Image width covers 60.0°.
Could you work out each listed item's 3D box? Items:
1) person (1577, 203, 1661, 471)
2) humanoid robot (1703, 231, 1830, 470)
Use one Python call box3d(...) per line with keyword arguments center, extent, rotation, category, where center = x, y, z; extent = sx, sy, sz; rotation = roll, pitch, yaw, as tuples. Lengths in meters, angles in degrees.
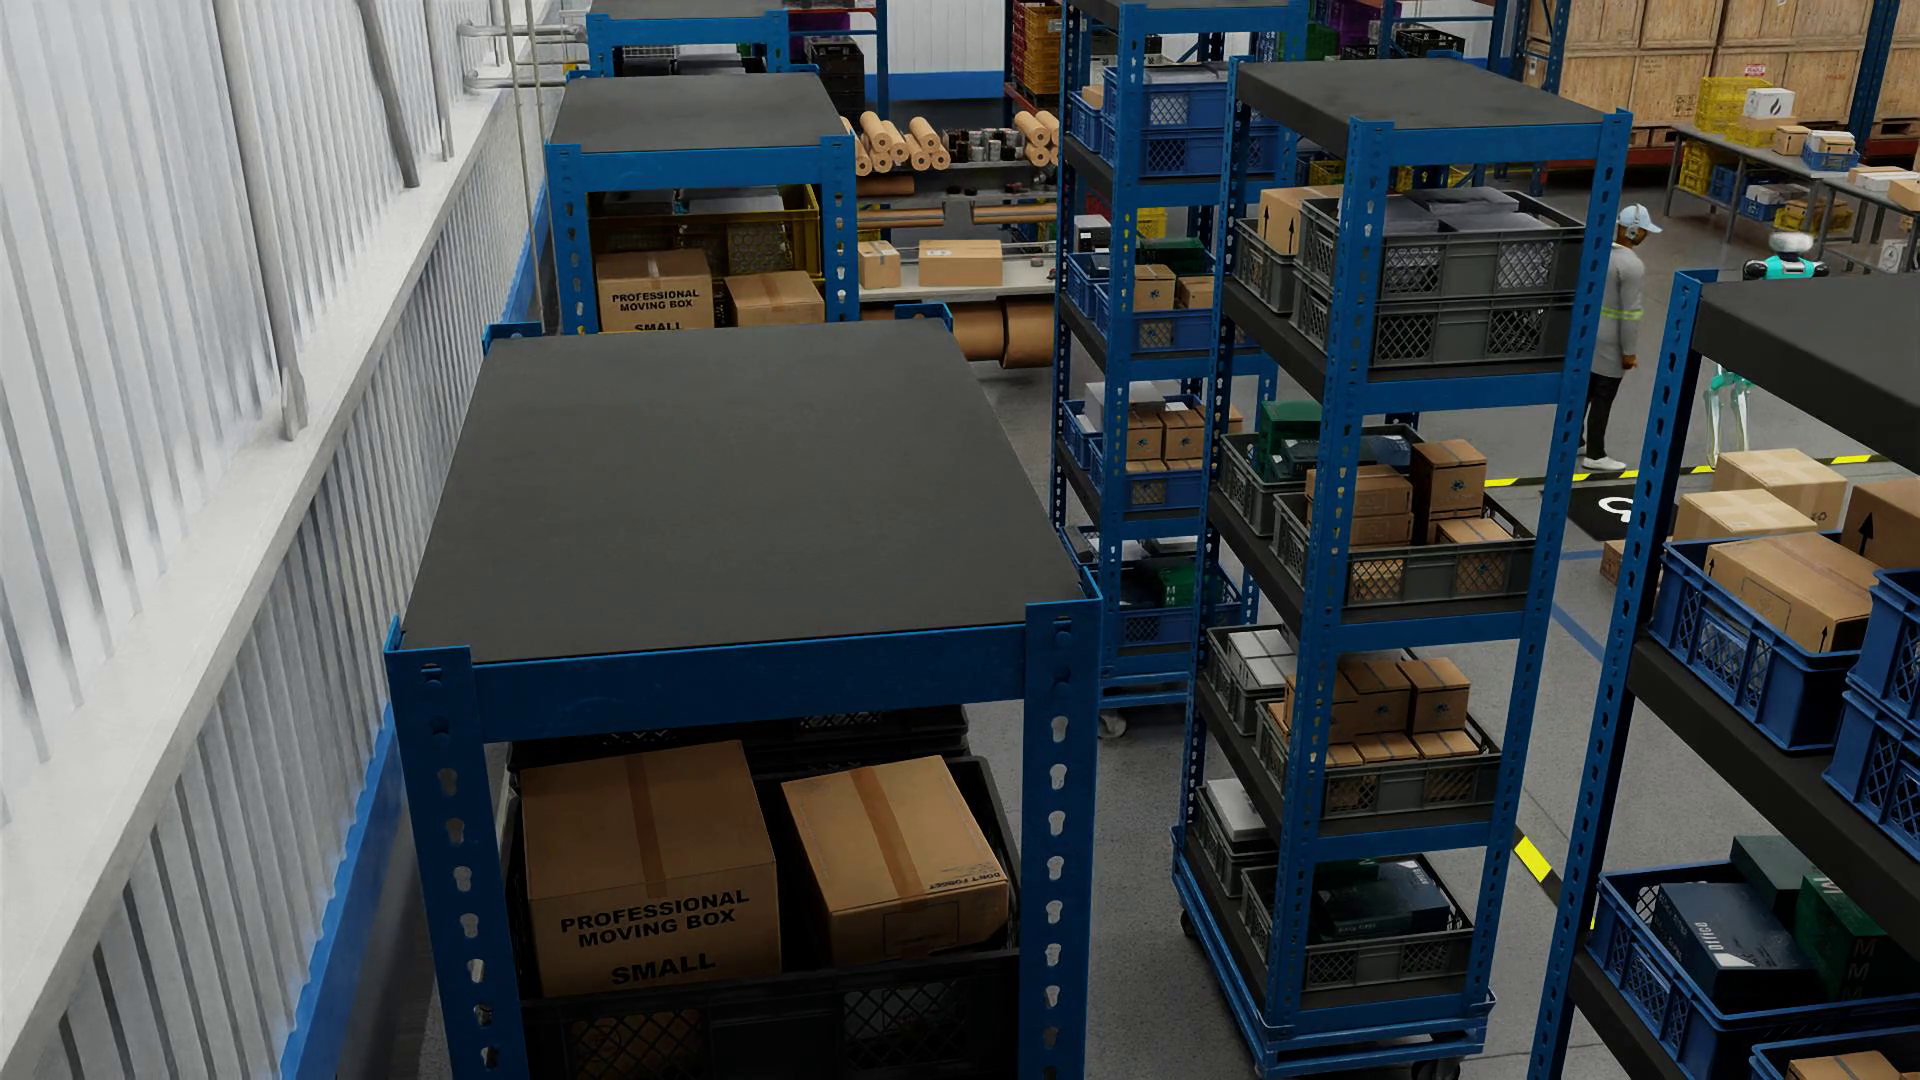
box3d(center=(4.491, -1.393, 11.438), extent=(0.397, 1.847, 0.587), rotation=(-4, 25, -9), category="person")
box3d(center=(5.346, -1.309, 11.230), extent=(0.533, 1.673, 0.735), rotation=(1, 25, 1), category="humanoid robot")
